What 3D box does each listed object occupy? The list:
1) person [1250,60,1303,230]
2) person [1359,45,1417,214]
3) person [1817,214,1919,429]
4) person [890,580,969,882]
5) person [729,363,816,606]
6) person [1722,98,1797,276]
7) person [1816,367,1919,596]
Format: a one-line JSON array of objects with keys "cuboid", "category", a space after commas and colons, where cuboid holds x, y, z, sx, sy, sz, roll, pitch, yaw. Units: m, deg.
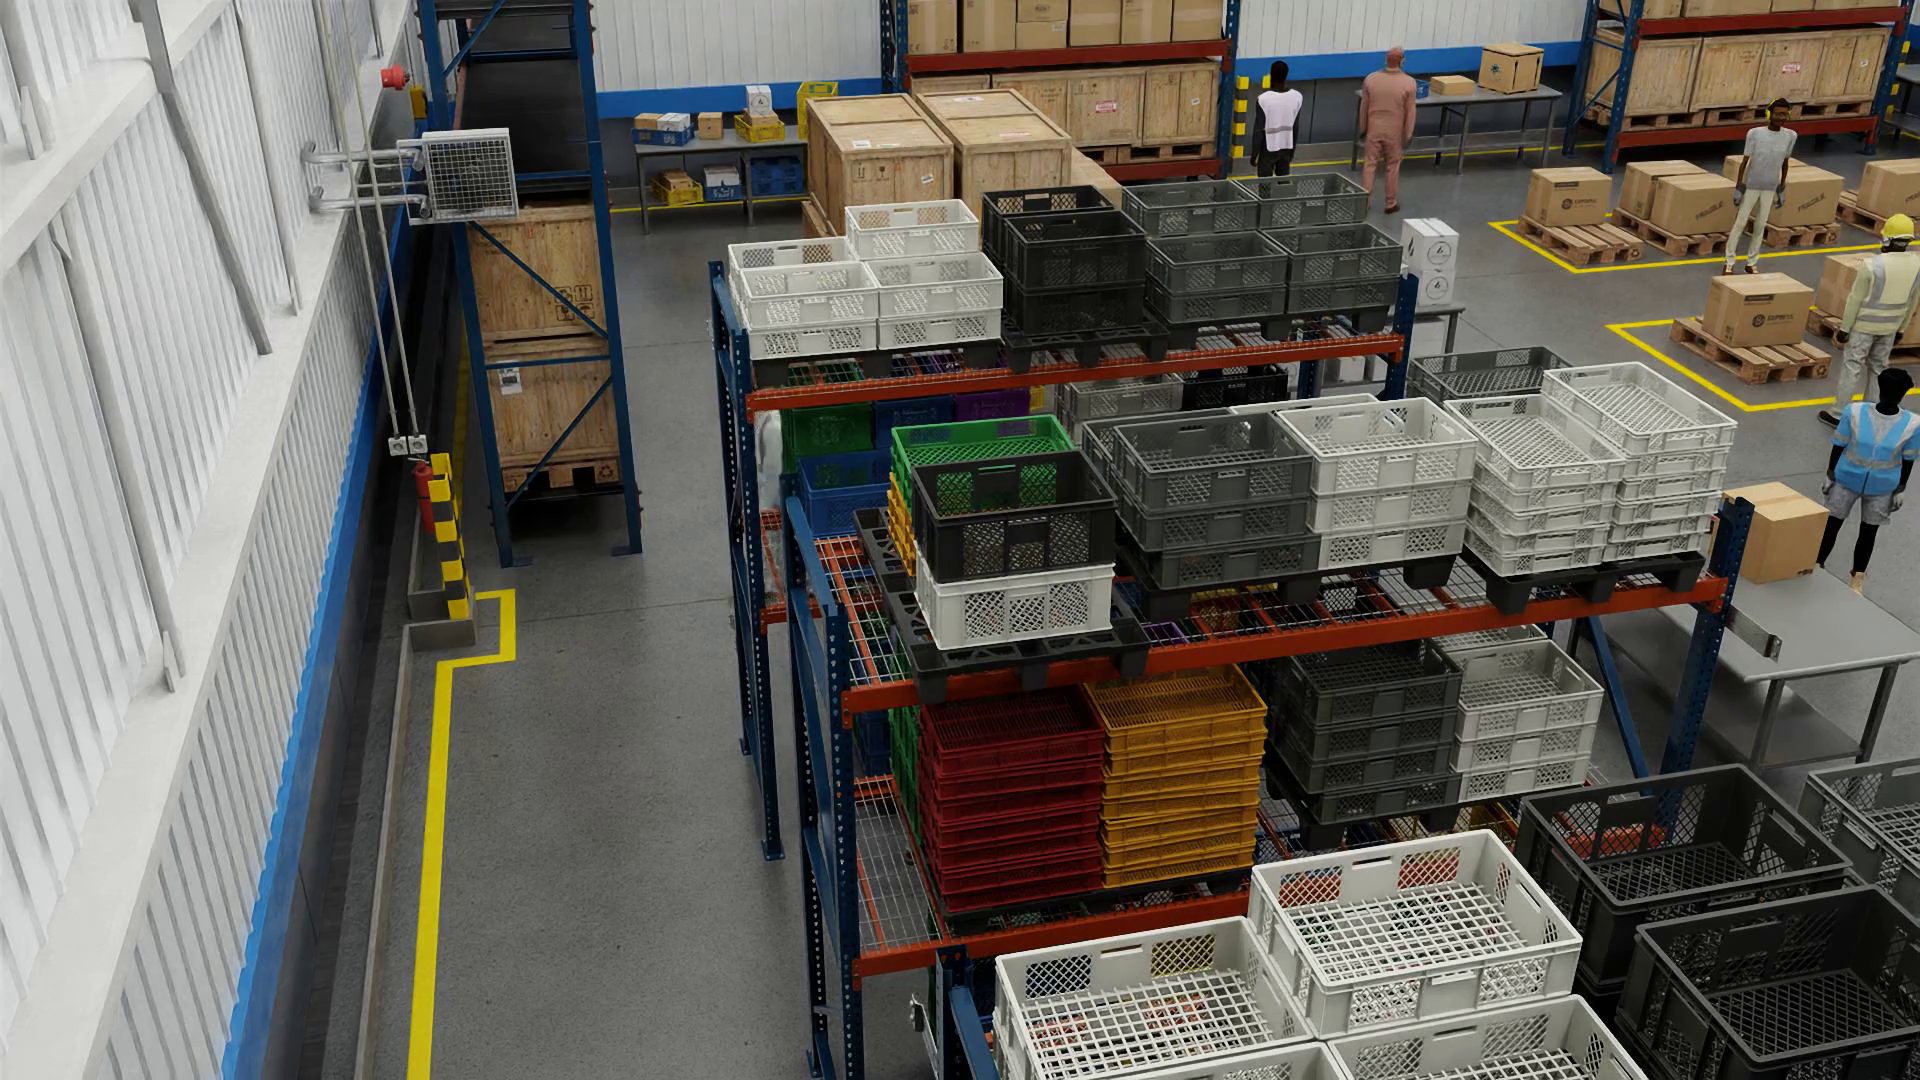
[{"cuboid": [3.518, -4.362, 18.555, 0.584, 1.910, 0.389, -13, 31, -23], "category": "person"}, {"cuboid": [4.958, -4.762, 19.311, 0.651, 1.906, 0.403, 14, 31, 24], "category": "person"}, {"cuboid": [7.569, -1.795, 13.774, 0.581, 1.824, 0.403, -3, 28, -6], "category": "person"}, {"cuboid": [-0.114, 0.905, 8.523, 0.371, 1.941, 0.627, -17, 32, -29], "category": "person"}, {"cuboid": [-1.236, -0.322, 10.953, 0.835, 1.835, 0.568, -8, 29, -14], "category": "person"}, {"cuboid": [8.277, -3.624, 17.190, 0.518, 1.872, 0.326, 3, 28, 5], "category": "person"}, {"cuboid": [6.100, -0.376, 11.214, 0.532, 1.693, 0.319, 15, 31, 26], "category": "person"}]
